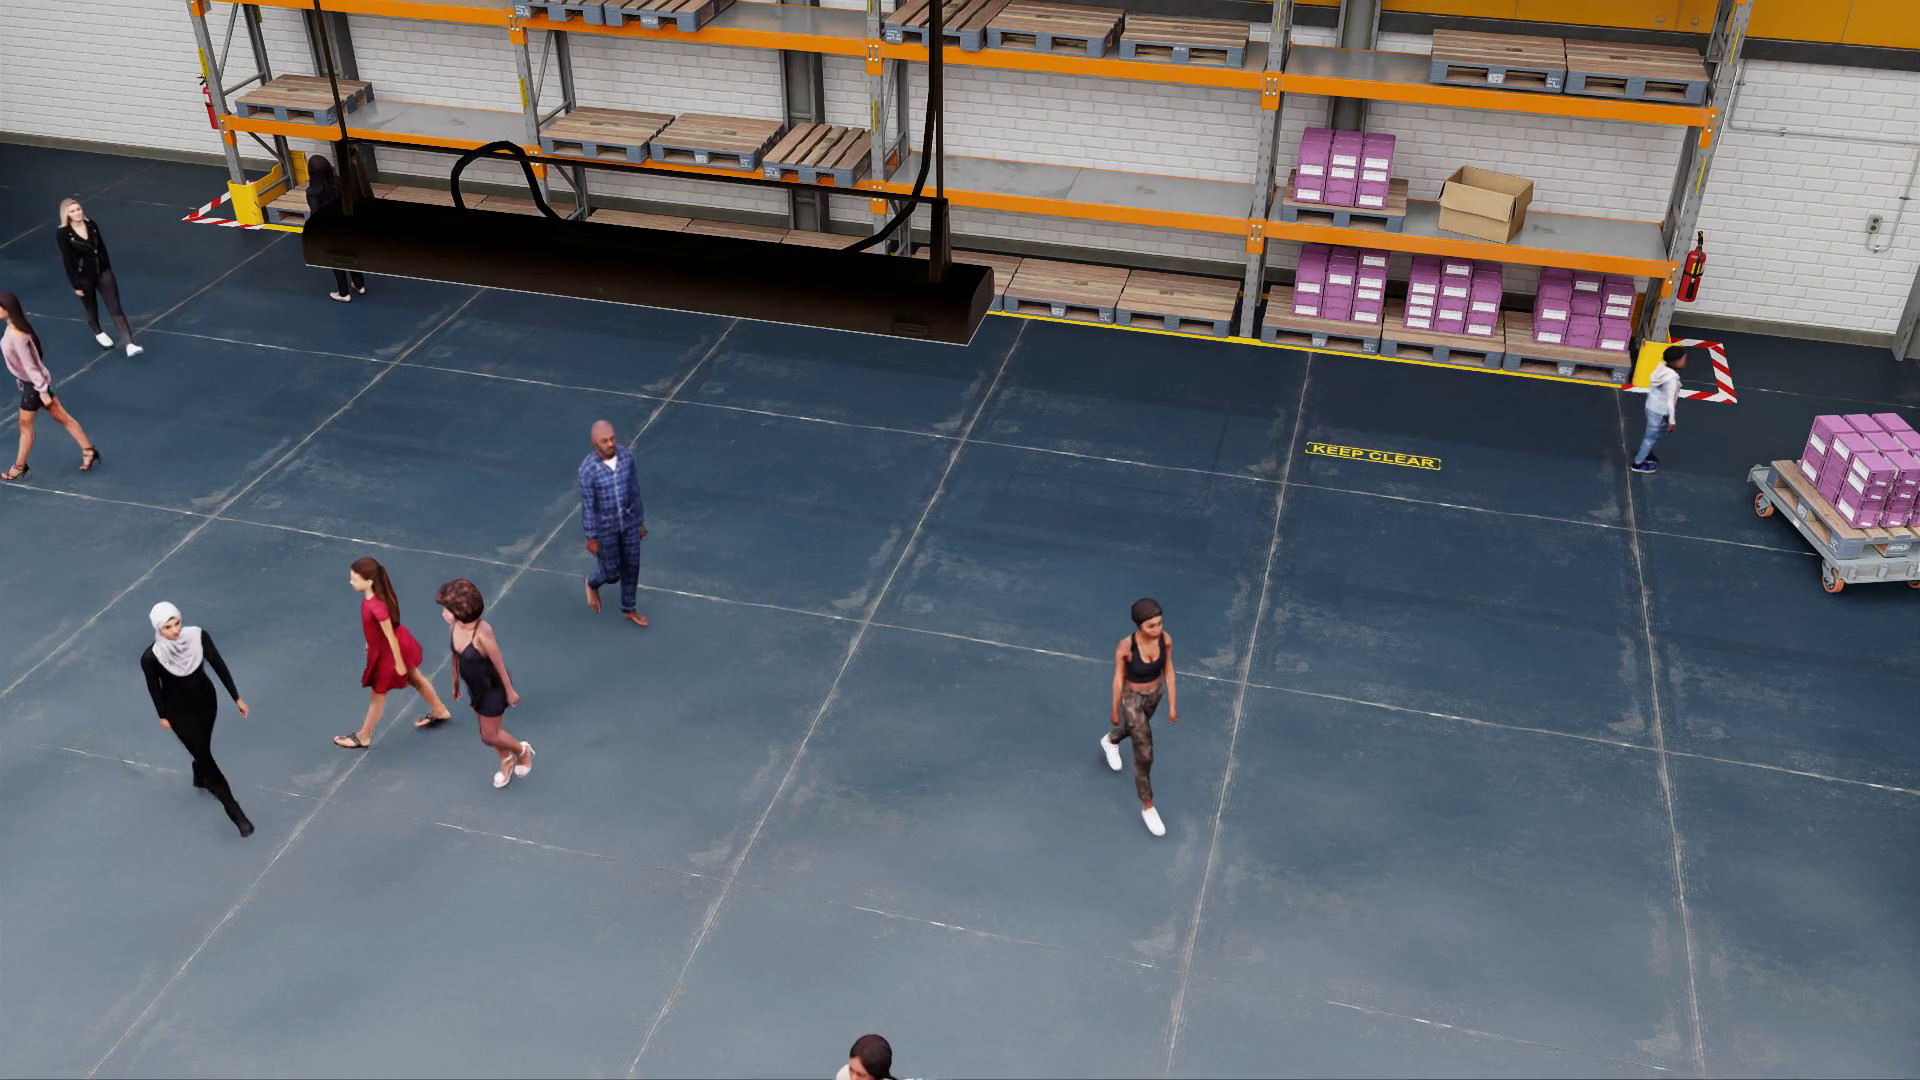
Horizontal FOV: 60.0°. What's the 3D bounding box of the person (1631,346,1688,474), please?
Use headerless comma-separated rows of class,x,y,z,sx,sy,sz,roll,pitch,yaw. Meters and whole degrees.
person,6.196,-1.174,14.879,0.588,1.249,0.554,1,34,1

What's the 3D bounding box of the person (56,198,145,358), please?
person,-8.772,-2.638,16.726,1.226,1.641,0.971,26,42,34

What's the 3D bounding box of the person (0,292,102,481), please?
person,-8.038,-1.355,14.676,1.143,1.775,1.054,-16,37,-22

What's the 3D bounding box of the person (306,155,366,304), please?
person,-6.691,-3.347,17.816,0.710,1.617,0.708,18,38,26

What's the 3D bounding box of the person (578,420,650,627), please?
person,-2.728,-0.158,12.846,0.969,1.806,0.871,28,43,35

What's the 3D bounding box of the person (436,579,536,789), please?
person,-3.126,0.956,11.202,0.704,1.770,0.774,22,40,30

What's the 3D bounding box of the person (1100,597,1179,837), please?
person,1.171,1.051,11.161,1.147,1.660,1.132,-14,36,-20

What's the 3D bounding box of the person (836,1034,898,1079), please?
person,-0.366,3.006,8.196,1.185,1.685,0.971,23,40,31

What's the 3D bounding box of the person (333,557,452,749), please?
person,-3.936,0.767,11.735,1.084,1.497,0.957,-14,36,-20

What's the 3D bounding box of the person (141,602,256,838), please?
person,-5.127,1.099,11.021,1.217,1.734,0.952,22,40,30
